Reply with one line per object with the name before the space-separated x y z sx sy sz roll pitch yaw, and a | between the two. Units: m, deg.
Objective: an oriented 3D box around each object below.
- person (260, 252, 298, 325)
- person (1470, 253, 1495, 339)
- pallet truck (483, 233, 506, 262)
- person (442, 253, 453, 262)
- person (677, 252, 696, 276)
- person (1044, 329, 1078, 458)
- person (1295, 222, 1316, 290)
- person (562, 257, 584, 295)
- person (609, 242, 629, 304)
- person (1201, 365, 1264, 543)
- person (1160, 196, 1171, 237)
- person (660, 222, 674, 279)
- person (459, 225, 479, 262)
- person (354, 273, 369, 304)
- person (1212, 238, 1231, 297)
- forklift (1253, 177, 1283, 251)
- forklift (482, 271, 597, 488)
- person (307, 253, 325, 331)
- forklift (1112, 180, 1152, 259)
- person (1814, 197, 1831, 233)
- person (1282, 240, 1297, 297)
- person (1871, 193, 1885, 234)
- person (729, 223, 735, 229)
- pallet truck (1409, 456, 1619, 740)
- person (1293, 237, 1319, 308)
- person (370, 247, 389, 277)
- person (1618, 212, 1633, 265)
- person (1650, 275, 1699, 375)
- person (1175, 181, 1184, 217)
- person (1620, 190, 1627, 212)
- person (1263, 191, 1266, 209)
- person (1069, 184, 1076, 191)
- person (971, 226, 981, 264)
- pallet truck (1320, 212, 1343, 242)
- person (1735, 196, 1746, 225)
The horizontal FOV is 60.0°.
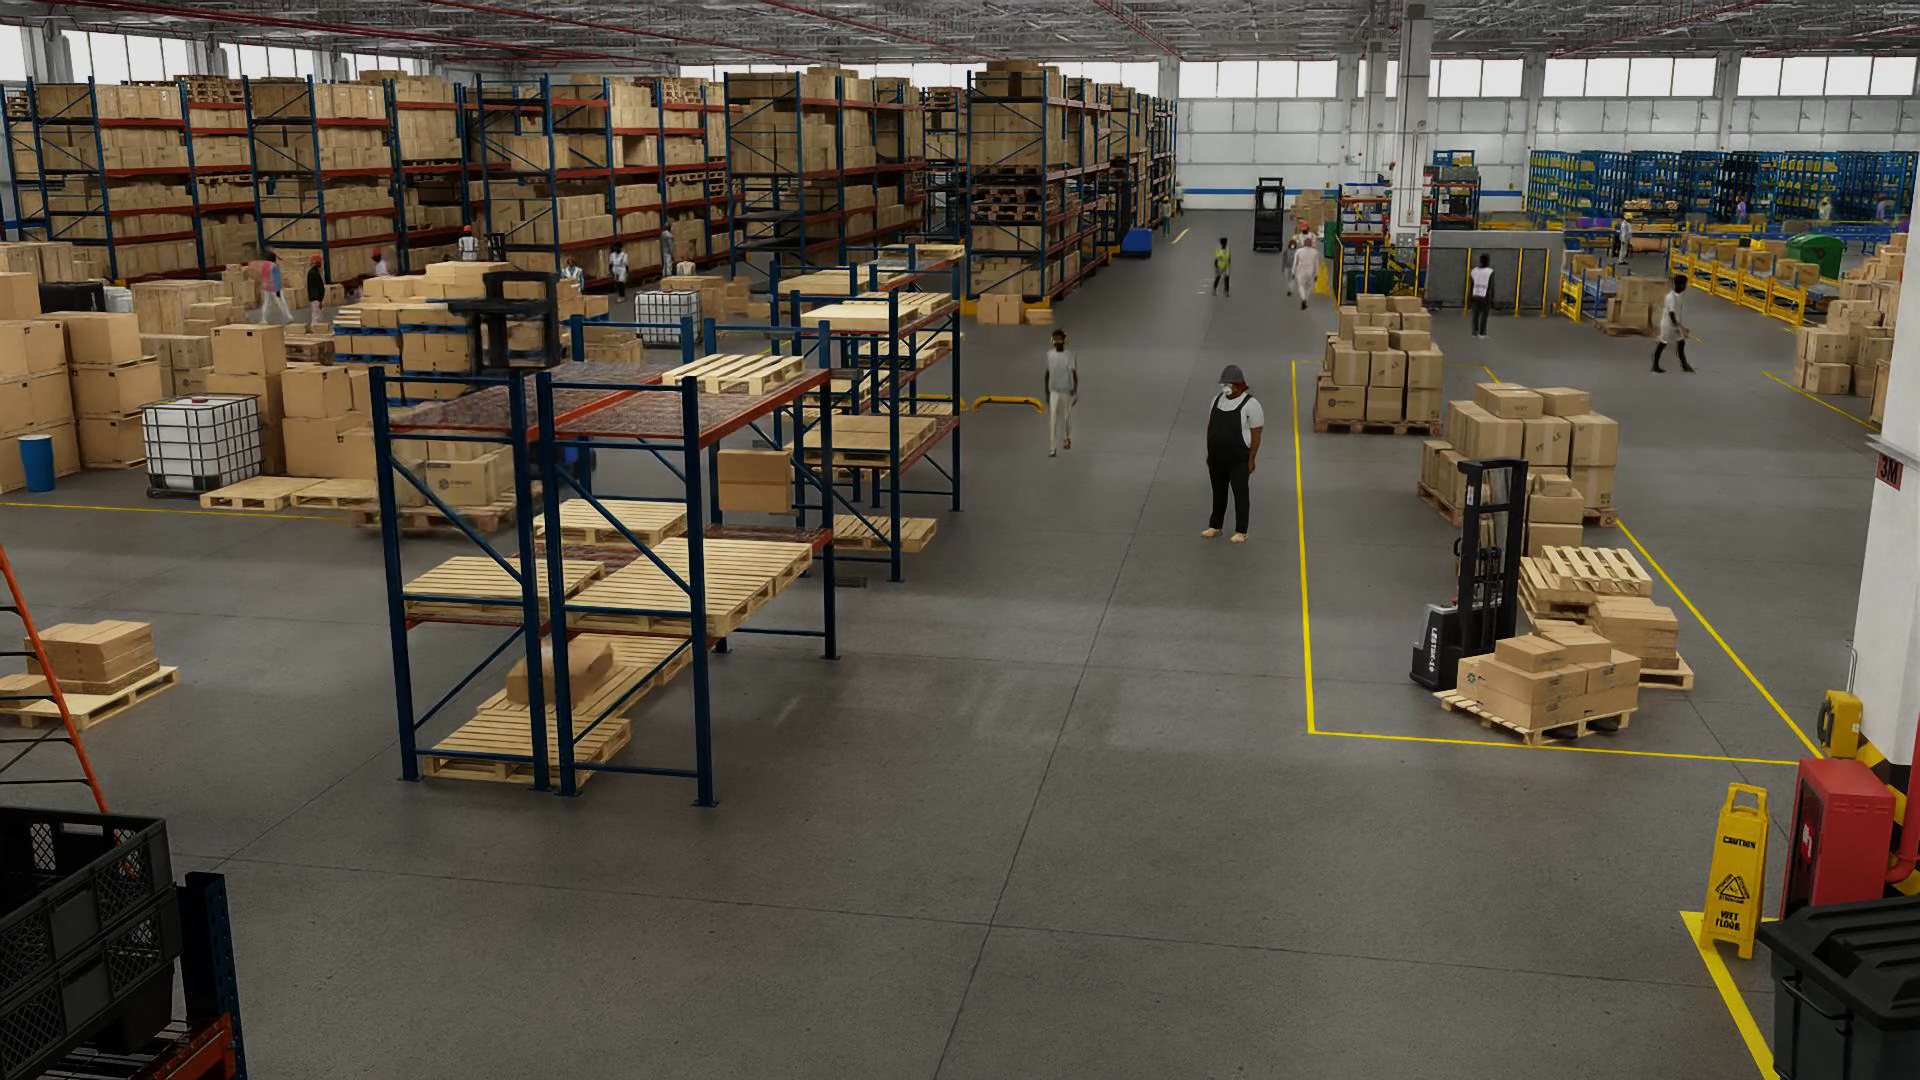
person | -16.416 -6.000 39.810 0.649 1.791 0.952 7 16 28
person | 11.781 -5.508 37.546 0.372 1.916 0.596 -11 18 -37
pallet truck | -11.832 -7.026 43.548 1.885 1.965 0.823 8 16 28
person | -11.442 -5.431 37.203 0.370 1.934 0.627 -2 14 -9
person | -6.875 -6.416 41.813 0.522 1.636 0.310 -8 16 -30
person | 1.471 -2.161 24.136 0.515 1.839 0.912 2 14 8
person | 10.119 -8.328 48.864 0.621 1.980 1.047 5 15 19
person | -9.349 -6.019 40.216 0.524 1.631 0.320 -1 14 -3
person | -9.254 -7.298 45.329 0.533 1.665 0.818 4 14 17
person | 3.056 -0.983 18.921 0.689 2.000 0.538 13 19 42
person | 9.128 -14.348 73.766 0.329 1.761 0.522 -10 17 -36
person | -8.765 -8.572 49.946 0.379 1.940 0.629 -9 17 -33
person | -14.228 -8.152 48.242 0.552 1.935 0.366 -4 14 -15
person | -11.930 -4.491 33.630 0.738 1.818 0.633 7 15 25
person | 7.413 -7.742 47.147 0.538 1.662 0.844 -4 15 -17
forklift | 12.083 -12.747 64.956 1.129 2.768 1.873 3 14 10
forklift | -5.654 -2.111 21.774 1.129 2.768 1.873 3 14 10
person | -14.061 -5.266 36.412 0.392 1.991 0.613 -8 16 -31
forklift | 6.082 -11.722 60.796 1.873 2.768 1.129 2 14 9
person | 37.320 -13.917 71.961 0.934 1.777 0.615 -5 15 -20
person | 9.385 -7.698 47.119 0.527 1.580 0.866 3 14 12
person | 38.877 -13.676 70.503 0.669 2.014 0.641 11 18 39
person | -9.850 -13.758 71.259 0.584 1.814 0.755 4 14 17
pallet truck | 4.504 0.400 13.395 0.823 1.965 1.885 -6 15 -23
person | 9.120 -7.023 43.777 0.659 1.881 0.783 1 14 3
person | -13.824 -6.109 40.073 1.004 1.893 0.560 -10 17 -34
person | 23.240 -10.513 58.072 0.403 1.823 0.595 9 16 32
person | 13.745 -4.103 31.823 0.599 1.917 0.939 -11 18 -39
person | 11.930 -18.630 90.825 0.987 1.934 0.641 12 18 40
person | 35.807 -18.242 89.588 0.342 1.749 0.573 -11 17 -37
person | 15.717 -17.385 86.387 0.521 1.620 0.573 -11 18 -38
person | 6.006 -18.365 89.976 0.600 1.803 0.634 -4 14 -14
person | 0.549 -10.547 58.318 0.534 1.767 0.320 12 18 40
pallet truck | 15.874 -13.227 70.310 0.680 1.201 1.601 10 17 35
person | 33.895 -14.017 72.243 0.570 1.843 0.380 -12 19 -41
